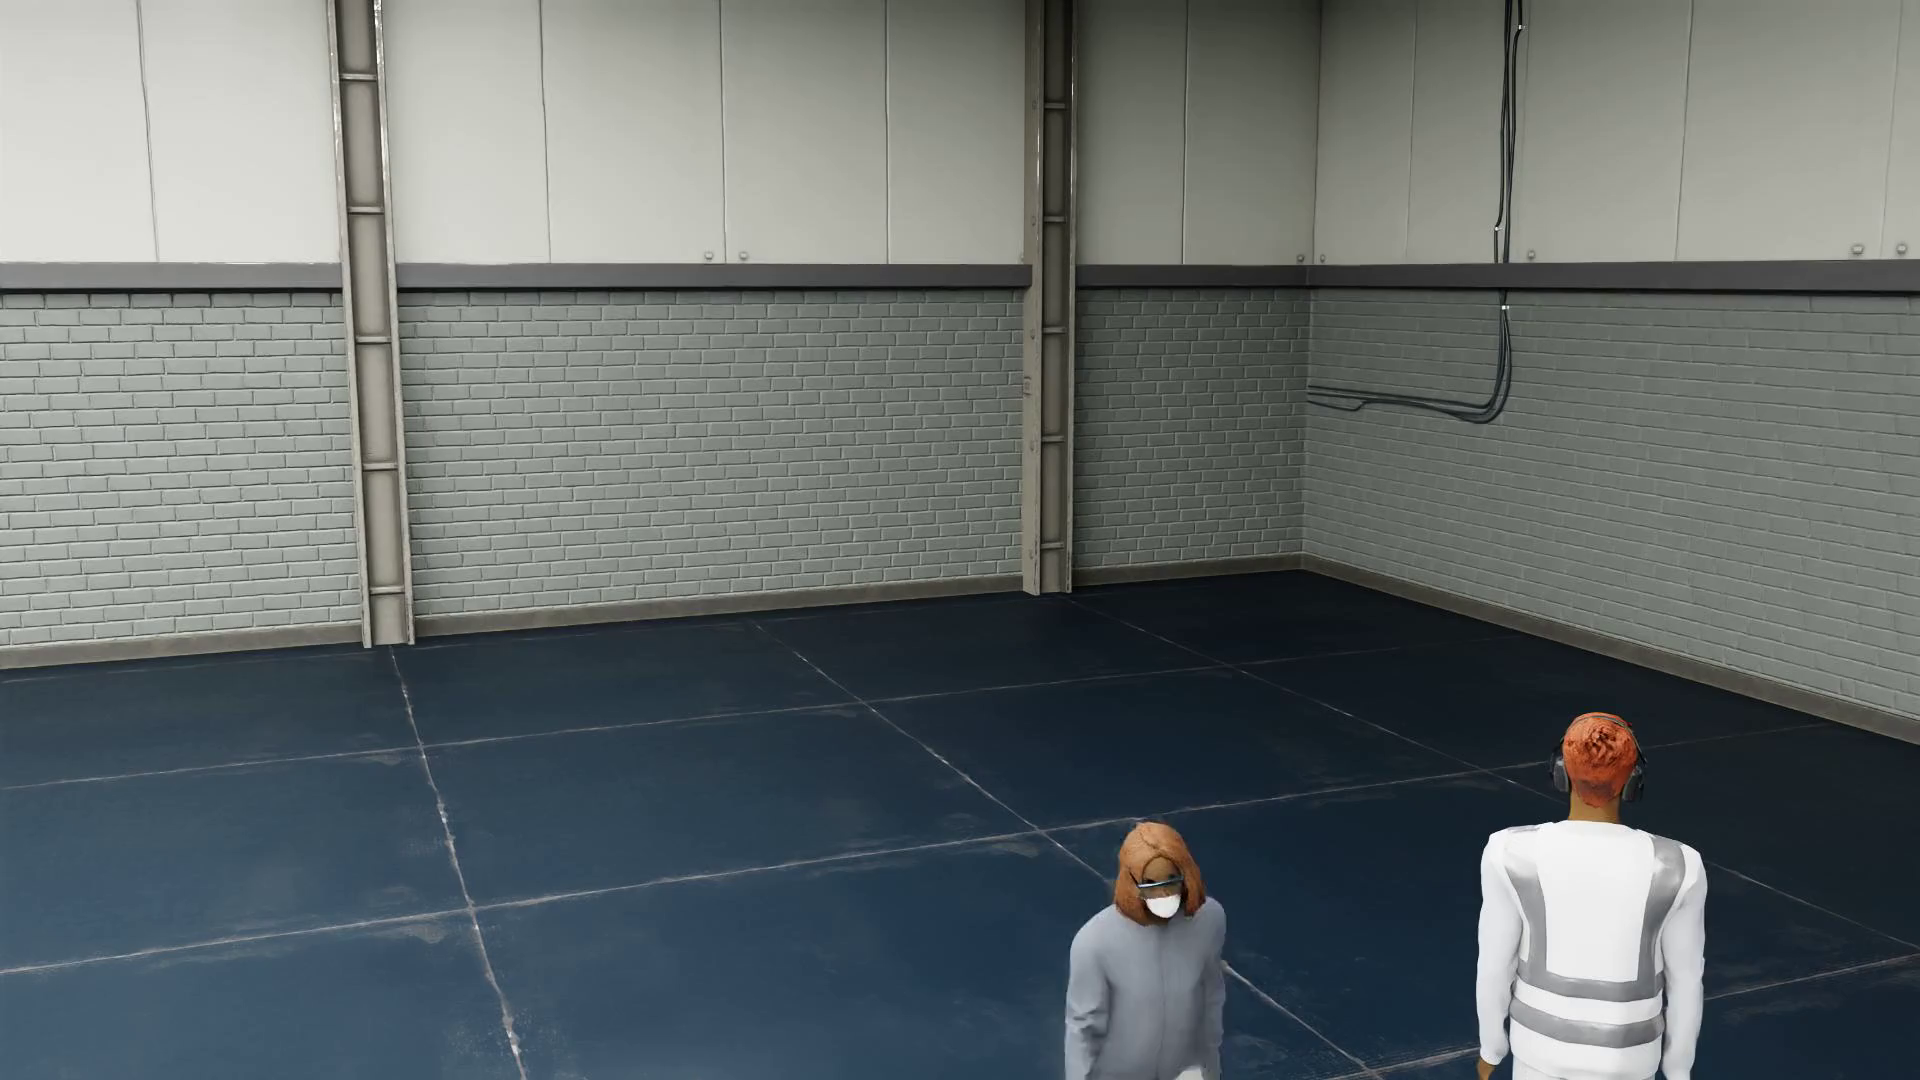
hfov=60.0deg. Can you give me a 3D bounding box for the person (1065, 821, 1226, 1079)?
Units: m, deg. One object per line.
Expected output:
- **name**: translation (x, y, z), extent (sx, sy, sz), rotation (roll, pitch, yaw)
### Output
- **person**: translation (0.539, 1.516, 4.638), extent (0.564, 1.564, 0.869), rotation (-3, 10, -21)

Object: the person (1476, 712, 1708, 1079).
- **person**: translation (1.685, 1.388, 4.500), extent (0.575, 1.882, 0.355), rotation (3, 9, 16)
